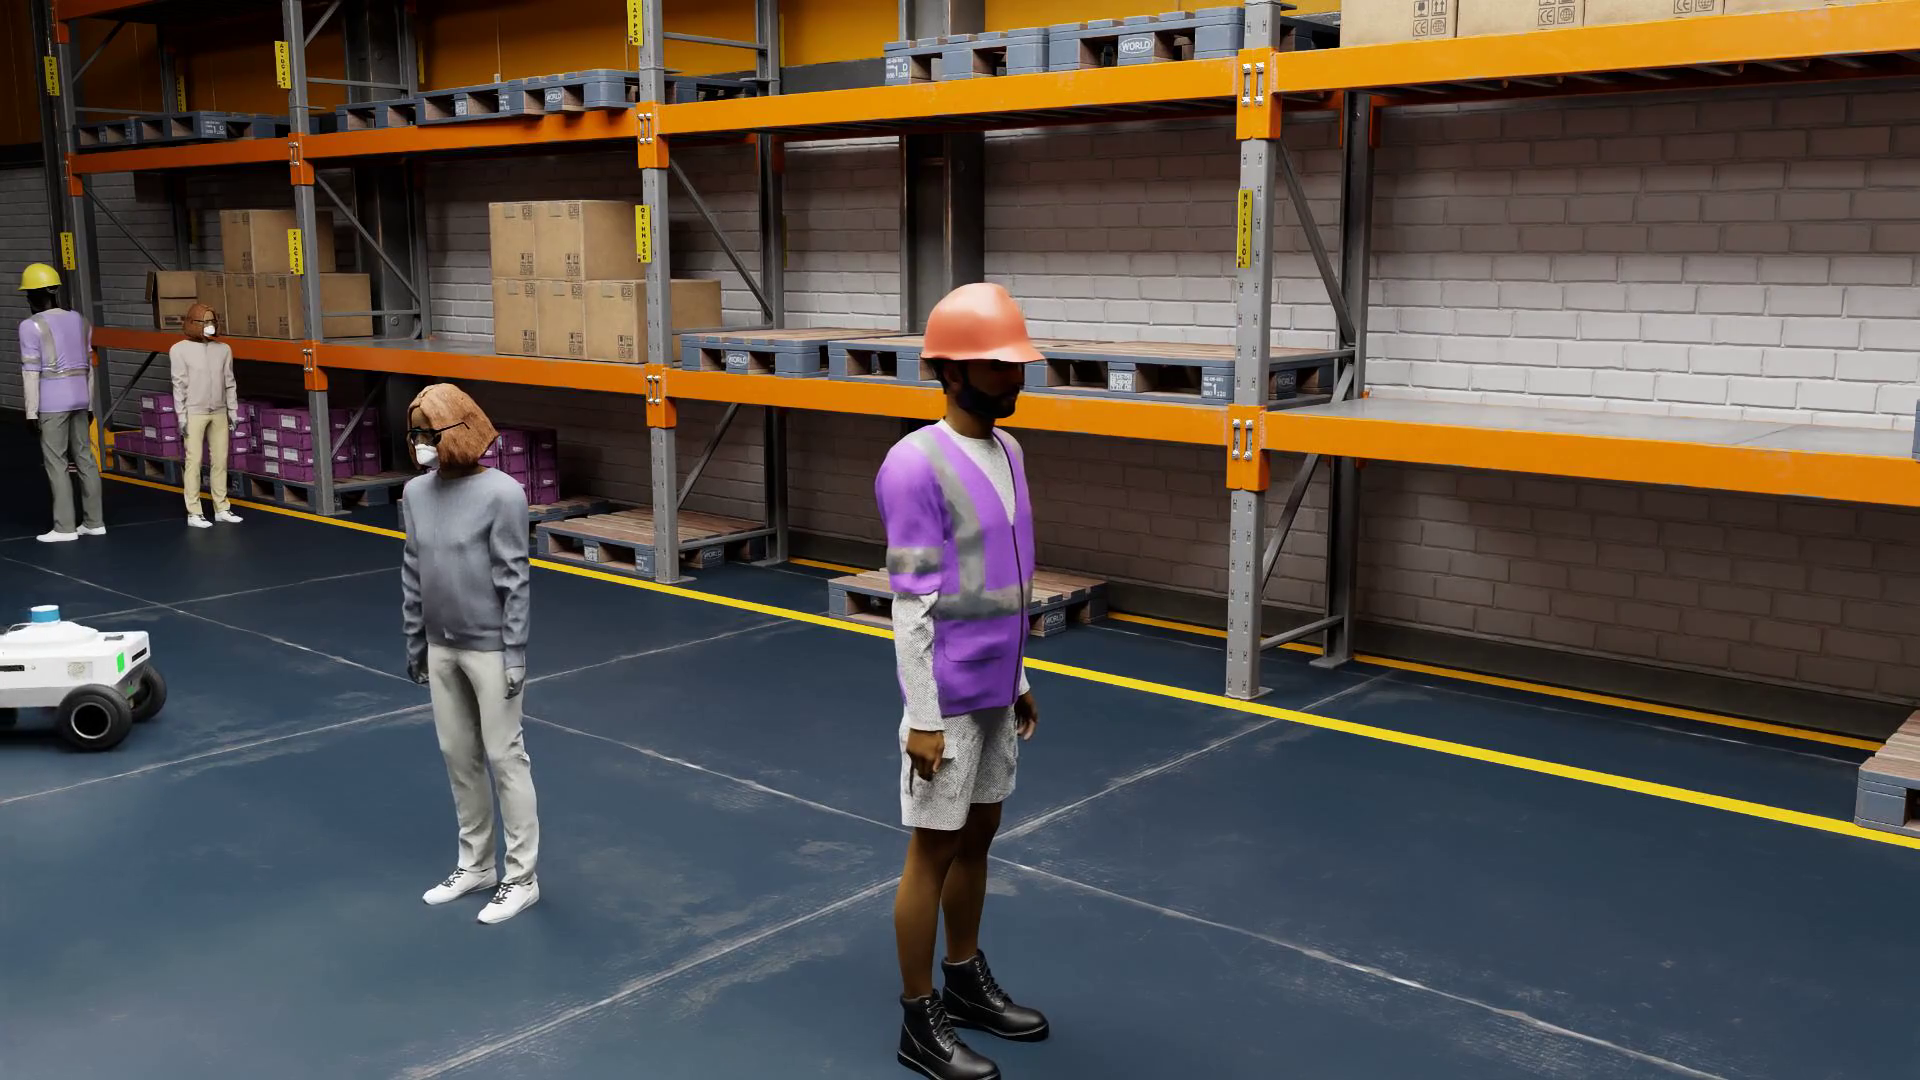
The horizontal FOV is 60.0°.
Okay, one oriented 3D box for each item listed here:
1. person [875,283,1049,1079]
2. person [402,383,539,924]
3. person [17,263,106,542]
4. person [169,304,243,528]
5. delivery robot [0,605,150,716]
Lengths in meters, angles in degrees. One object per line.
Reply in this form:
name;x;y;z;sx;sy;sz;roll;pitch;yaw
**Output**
person;0.034;0.351;4.074;0.360;1.939;0.543;5;11;28
person;-1.503;0.344;5.055;0.504;1.607;0.299;6;11;29
person;-6.240;-0.941;11.501;0.398;1.919;0.592;3;10;17
person;-5.490;-0.904;12.121;0.281;1.625;0.493;7;12;33
delivery robot;-3.737;0.512;6.827;0.707;0.478;0.477;-1;10;-7
